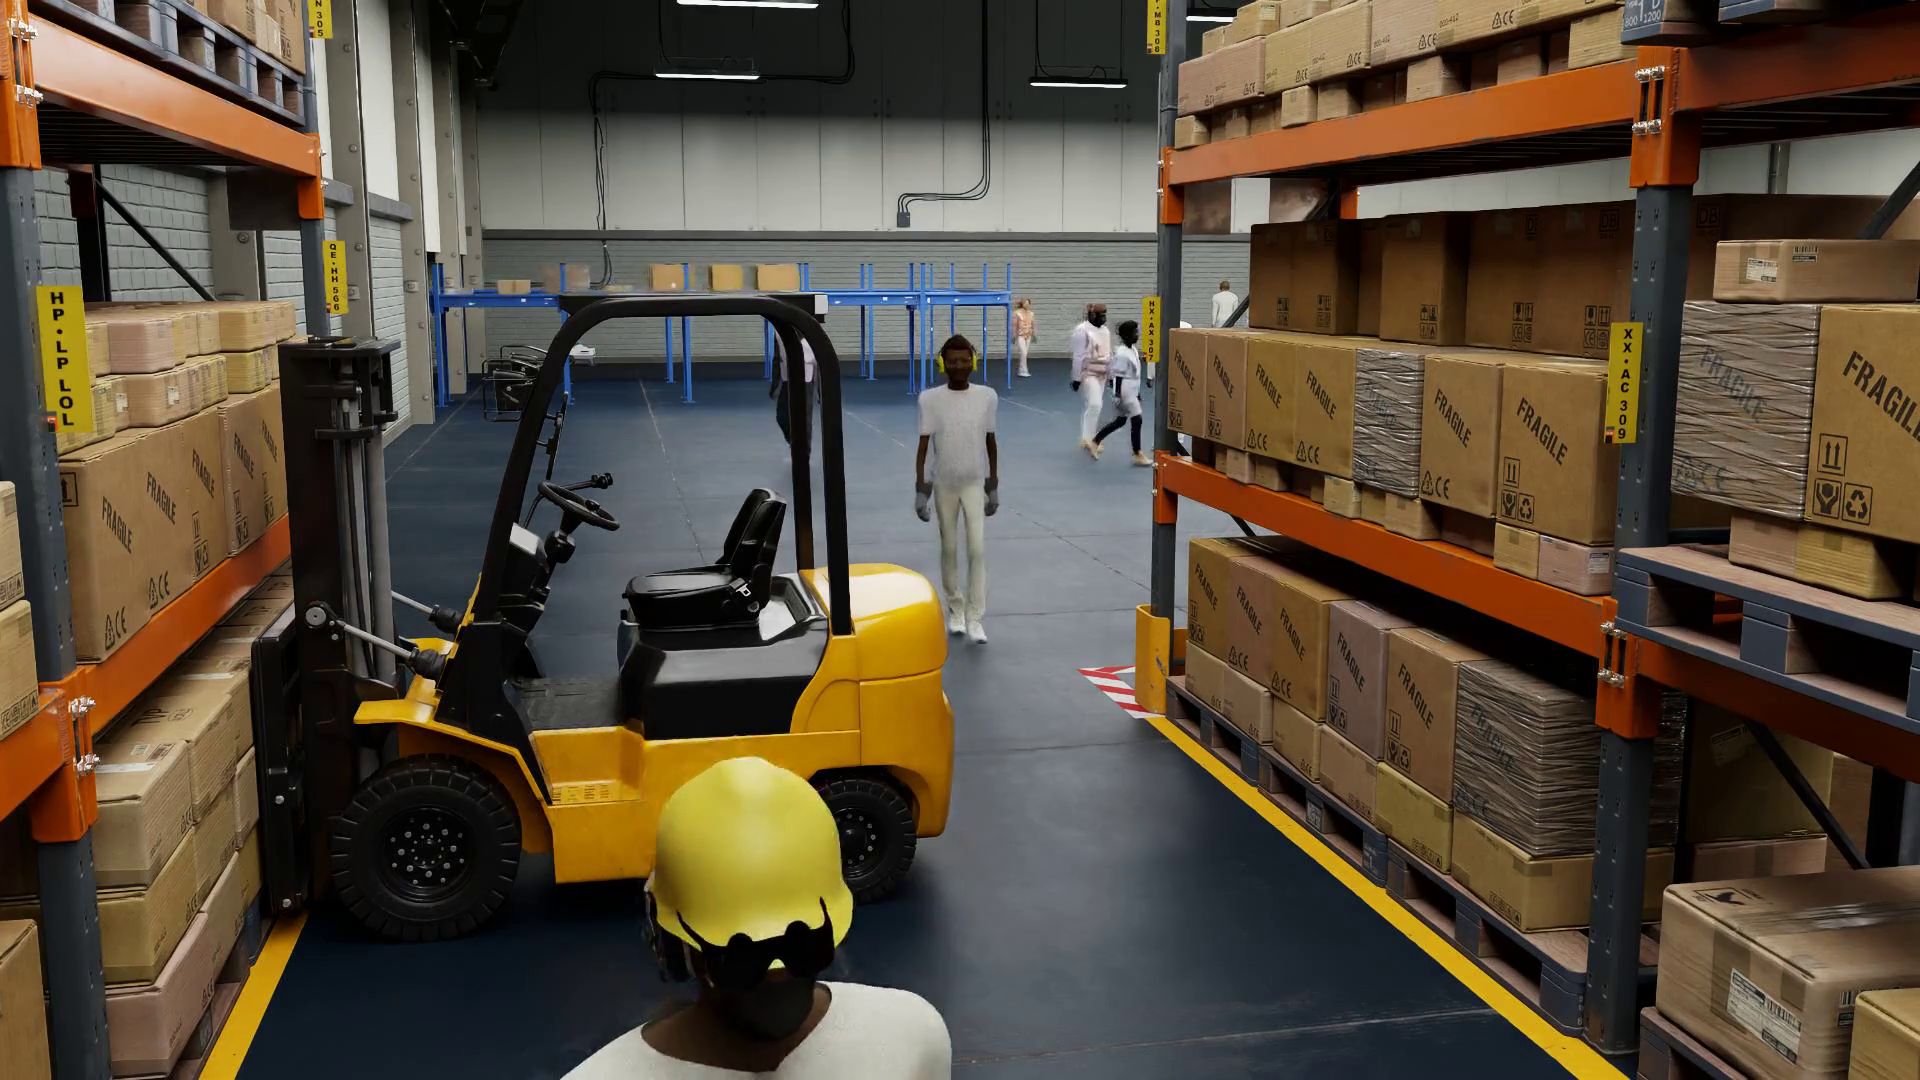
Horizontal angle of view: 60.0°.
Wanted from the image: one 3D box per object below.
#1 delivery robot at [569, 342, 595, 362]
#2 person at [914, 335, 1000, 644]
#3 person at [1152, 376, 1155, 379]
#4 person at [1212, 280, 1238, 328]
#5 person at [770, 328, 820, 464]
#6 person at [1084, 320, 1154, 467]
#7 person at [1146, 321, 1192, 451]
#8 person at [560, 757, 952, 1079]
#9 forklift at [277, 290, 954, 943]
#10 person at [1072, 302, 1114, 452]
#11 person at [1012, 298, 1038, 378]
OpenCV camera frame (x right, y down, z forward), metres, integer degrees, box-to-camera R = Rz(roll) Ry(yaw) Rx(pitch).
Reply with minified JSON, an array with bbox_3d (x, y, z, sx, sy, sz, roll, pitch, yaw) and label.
[{"bbox_3d":[-8.711,-4.290,38.060,0.707,0.478,0.477,-2,10,-12],"label":"delivery robot"},{"bbox_3d":[-0.007,-0.295,9.961,0.539,1.829,0.897,-1,9,-5],"label":"person"},{"bbox_3d":[4.189,-4.073,33.119,0.966,1.792,0.585,5,11,29],"label":"person"},{"bbox_3d":[6.201,-5.119,39.062,0.629,1.940,0.372,-2,10,-12],"label":"person"},{"bbox_3d":[-1.798,-1.732,18.505,0.645,1.910,0.518,2,9,11],"label":"person"},{"bbox_3d":[1.824,-1.686,18.980,0.805,1.661,0.523,2,10,14],"label":"person"},{"bbox_3d":[2.567,-2.035,20.432,0.575,1.882,0.355,-2,10,-12],"label":"person"},{"bbox_3d":[-0.203,1.089,1.824,0.546,1.727,0.832,-4,10,-25],"label":"person"},{"bbox_3d":[-1.179,0.175,6.143,2.313,2.155,1.214,-2,10,-12],"label":"forklift"},{"bbox_3d":[1.665,-1.978,20.264,0.549,1.822,0.646,7,11,35],"label":"person"},{"bbox_3d":[1.370,-4.108,33.852,0.538,1.613,0.681,-7,12,-37],"label":"person"}]
